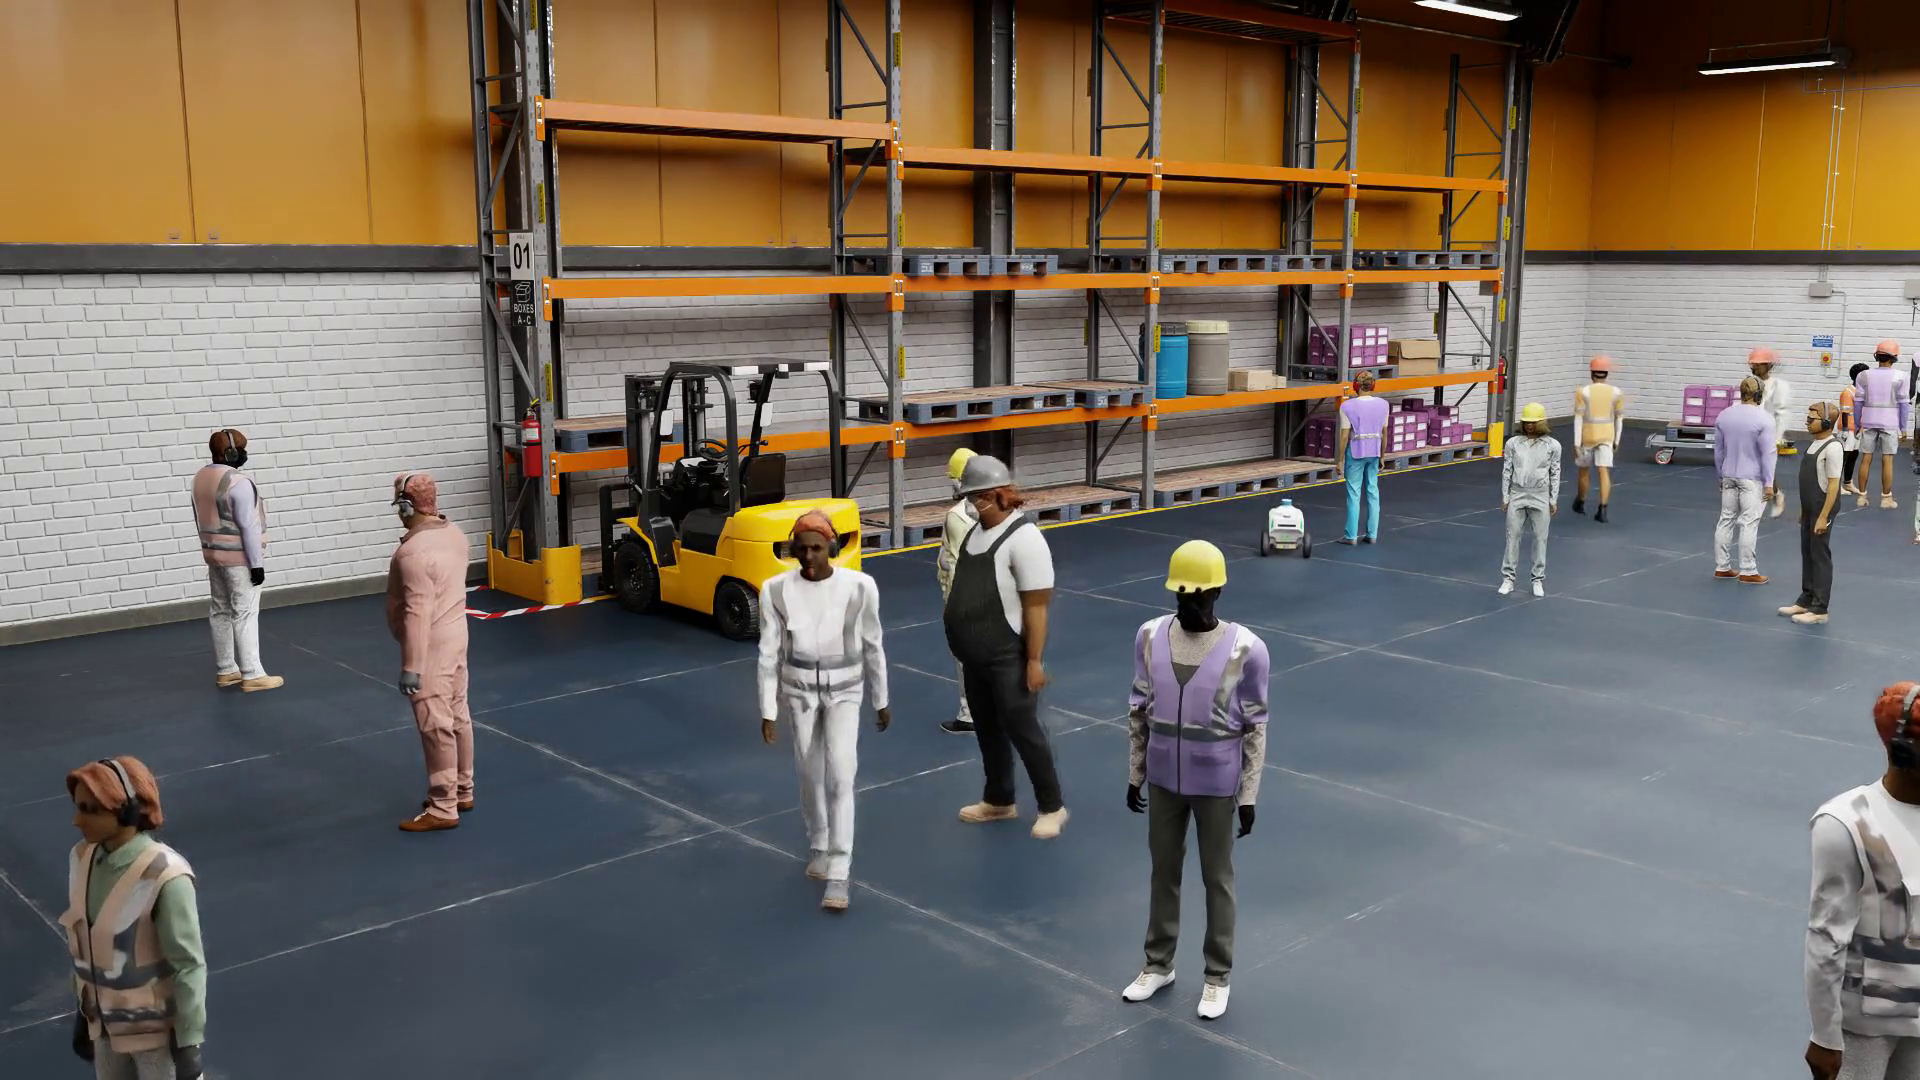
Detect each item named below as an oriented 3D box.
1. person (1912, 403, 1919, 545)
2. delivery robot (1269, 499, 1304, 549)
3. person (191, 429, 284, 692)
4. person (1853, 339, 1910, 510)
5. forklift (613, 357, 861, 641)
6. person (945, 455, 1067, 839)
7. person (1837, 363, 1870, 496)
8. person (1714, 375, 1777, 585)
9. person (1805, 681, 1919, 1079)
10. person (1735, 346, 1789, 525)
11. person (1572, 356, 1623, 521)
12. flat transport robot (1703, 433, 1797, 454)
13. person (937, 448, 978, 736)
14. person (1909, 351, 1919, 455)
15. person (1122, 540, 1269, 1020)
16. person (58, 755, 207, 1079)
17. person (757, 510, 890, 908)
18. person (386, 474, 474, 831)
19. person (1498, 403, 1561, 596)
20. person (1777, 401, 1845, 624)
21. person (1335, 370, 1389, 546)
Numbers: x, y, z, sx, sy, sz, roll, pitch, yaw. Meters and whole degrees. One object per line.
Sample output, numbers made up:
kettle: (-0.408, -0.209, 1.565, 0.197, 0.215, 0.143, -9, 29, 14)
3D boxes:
person: (10.415, -0.885, 17.697, 0.519, 1.834, 0.939, 7, 12, 36)
delivery robot: (3.325, -0.172, 16.956, 0.477, 0.478, 0.707, 2, 10, 10)
person: (-5.068, 0.140, 11.644, 0.626, 1.844, 0.429, 7, 12, 34)
person: (11.068, -1.387, 19.991, 0.605, 2.045, 0.378, 9, 13, 44)
forklift: (-1.847, -0.414, 13.852, 1.214, 2.155, 2.313, -9, 13, -42)
person: (0.243, 0.529, 8.782, 0.668, 2.000, 0.724, -5, 11, -28)
person: (11.344, -1.406, 21.139, 0.530, 1.689, 0.321, -7, 12, -35)
person: (7.277, -0.554, 15.422, 0.372, 1.940, 0.631, -5, 11, -25)
person: (2.582, 1.316, 4.631, 0.585, 1.882, 0.343, -4, 11, -24)
person: (9.040, -1.172, 18.771, 0.612, 2.032, 0.622, -5, 11, -26)
person: (7.386, -1.182, 19.285, 0.565, 1.881, 1.012, 1, 10, 8)
flat transport robot: (12.265, -1.510, 25.894, 0.652, 0.197, 1.431, -2, 10, -11)
person: (0.061, 0.328, 10.577, 0.404, 1.826, 0.600, 5, 11, 29)
person: (14.721, -2.216, 25.215, 0.598, 1.915, 0.375, 5, 11, 26)
person: (0.932, 0.947, 6.666, 0.585, 1.928, 0.366, 6, 11, 30)
person: (-2.363, 1.411, 4.799, 0.522, 1.641, 0.311, 6, 11, 30)
person: (-0.659, 0.785, 7.829, 0.603, 1.846, 0.898, 1, 10, 4)
person: (-2.826, 0.592, 8.828, 0.400, 1.902, 0.643, 1, 10, 4)
person: (5.093, -0.361, 14.869, 0.490, 1.741, 0.322, 4, 11, 23)
person: (7.086, -0.226, 13.774, 0.345, 1.846, 0.507, 1, 10, 8)
person: (4.219, -0.853, 17.445, 0.565, 1.846, 0.390, -3, 10, -18)
